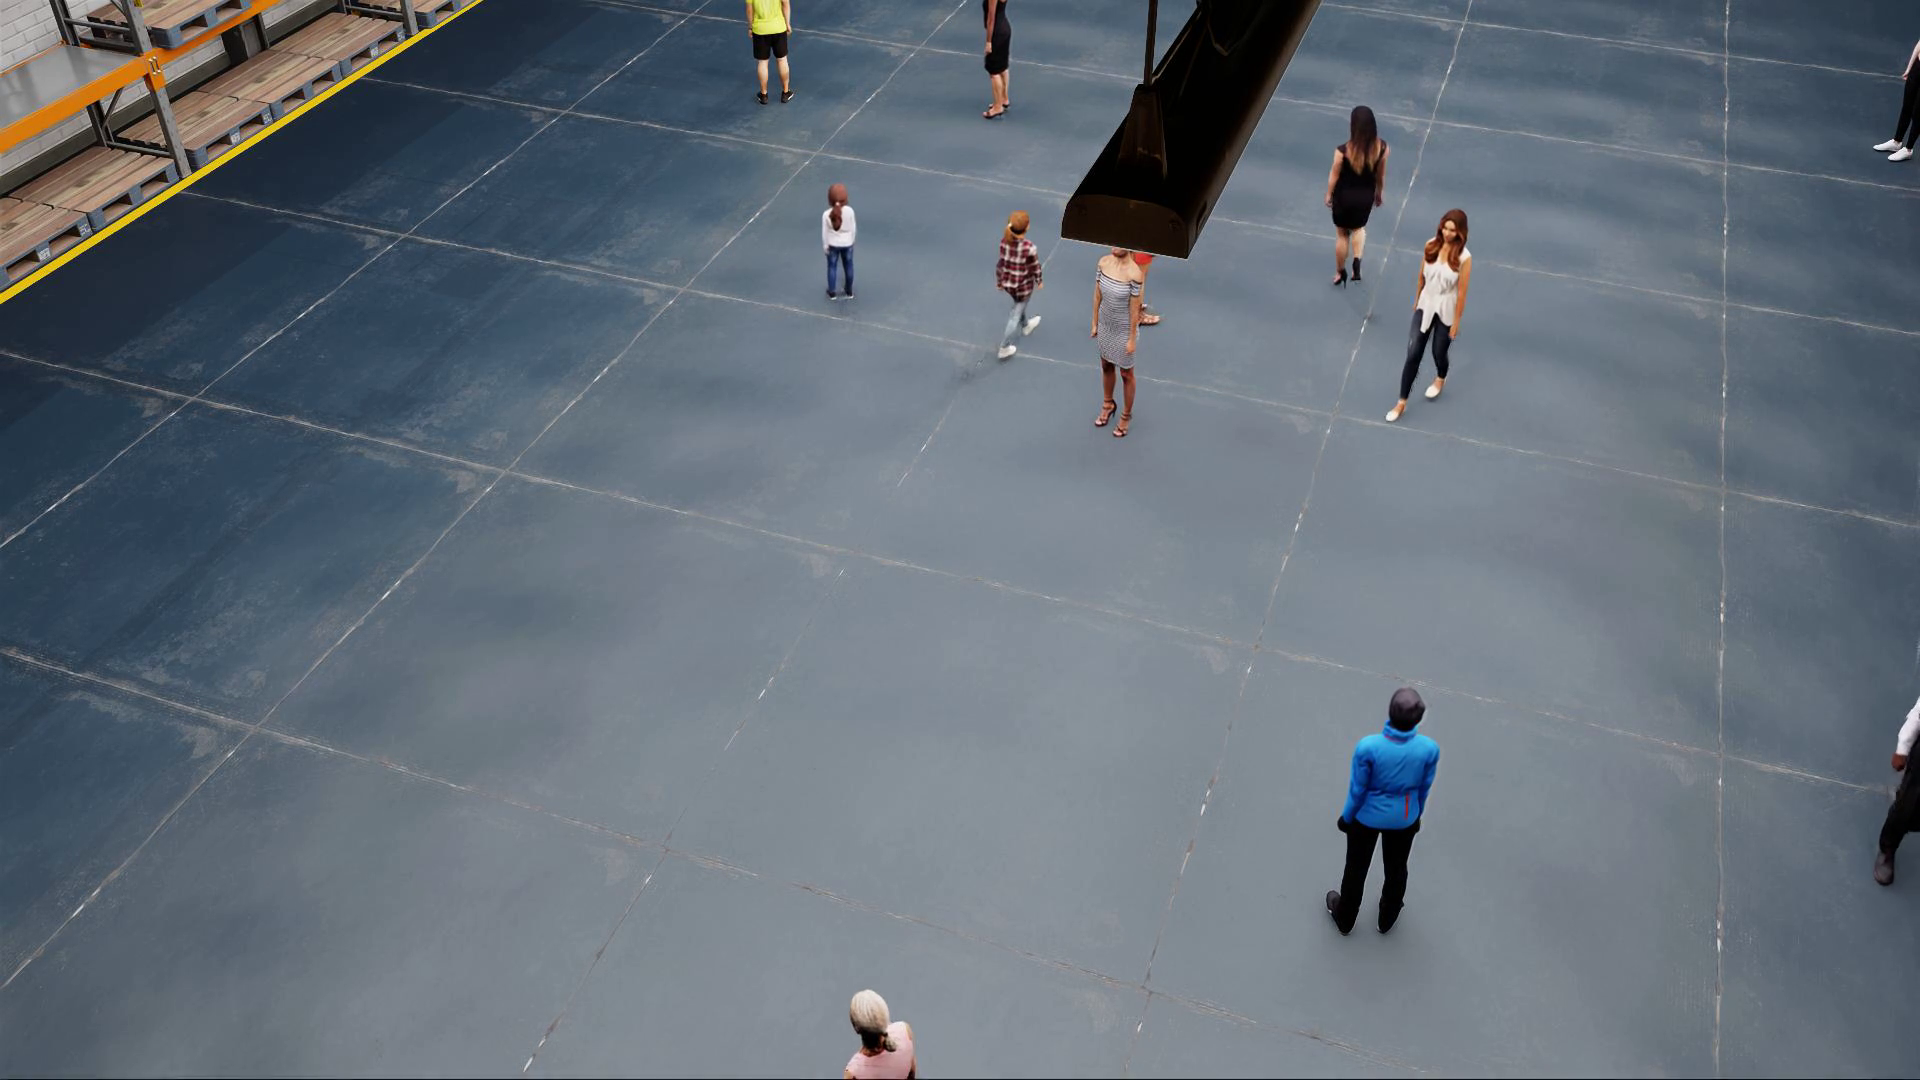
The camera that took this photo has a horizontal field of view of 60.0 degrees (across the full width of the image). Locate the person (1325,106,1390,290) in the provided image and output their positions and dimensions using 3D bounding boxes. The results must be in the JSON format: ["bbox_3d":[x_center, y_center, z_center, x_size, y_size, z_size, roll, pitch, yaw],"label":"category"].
[{"bbox_3d":[3.508,-2.955,14.675,0.797,1.700,0.823,-5,39,-6],"label":"person"}]

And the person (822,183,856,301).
[{"bbox_3d":[-1.059,-2.647,14.762,0.552,1.110,0.608,-9,39,-11],"label":"person"}]

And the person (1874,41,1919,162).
[{"bbox_3d":[9.781,-4.704,16.833,0.728,1.740,0.619,-6,39,-7],"label":"person"}]

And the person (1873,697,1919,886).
[{"bbox_3d":[5.563,1.169,9.414,0.660,1.821,0.800,12,40,14],"label":"person"}]

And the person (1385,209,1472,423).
[{"bbox_3d":[3.843,-1.822,13.207,0.838,1.761,1.072,29,47,31],"label":"person"}]

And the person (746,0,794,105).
[{"bbox_3d":[-2.055,-5.553,17.920,0.696,1.709,0.685,-4,39,-5],"label":"person"}]

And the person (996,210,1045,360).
[{"bbox_3d":[0.454,-2.121,13.973,0.698,1.272,0.962,26,45,28],"label":"person"}]

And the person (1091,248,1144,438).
[{"bbox_3d":[1.241,-1.620,12.910,0.650,1.817,0.641,29,47,31],"label":"person"}]

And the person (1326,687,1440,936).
[{"bbox_3d":[2.300,1.499,9.024,0.681,1.793,0.657,0,39,0],"label":"person"}]

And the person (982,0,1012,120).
[{"bbox_3d":[0.403,-5.348,17.637,0.638,1.743,0.442,14,41,17],"label":"person"}]

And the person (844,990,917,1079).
[{"bbox_3d":[-0.307,2.674,7.610,0.741,1.720,0.768,-30,47,-32],"label":"person"}]
